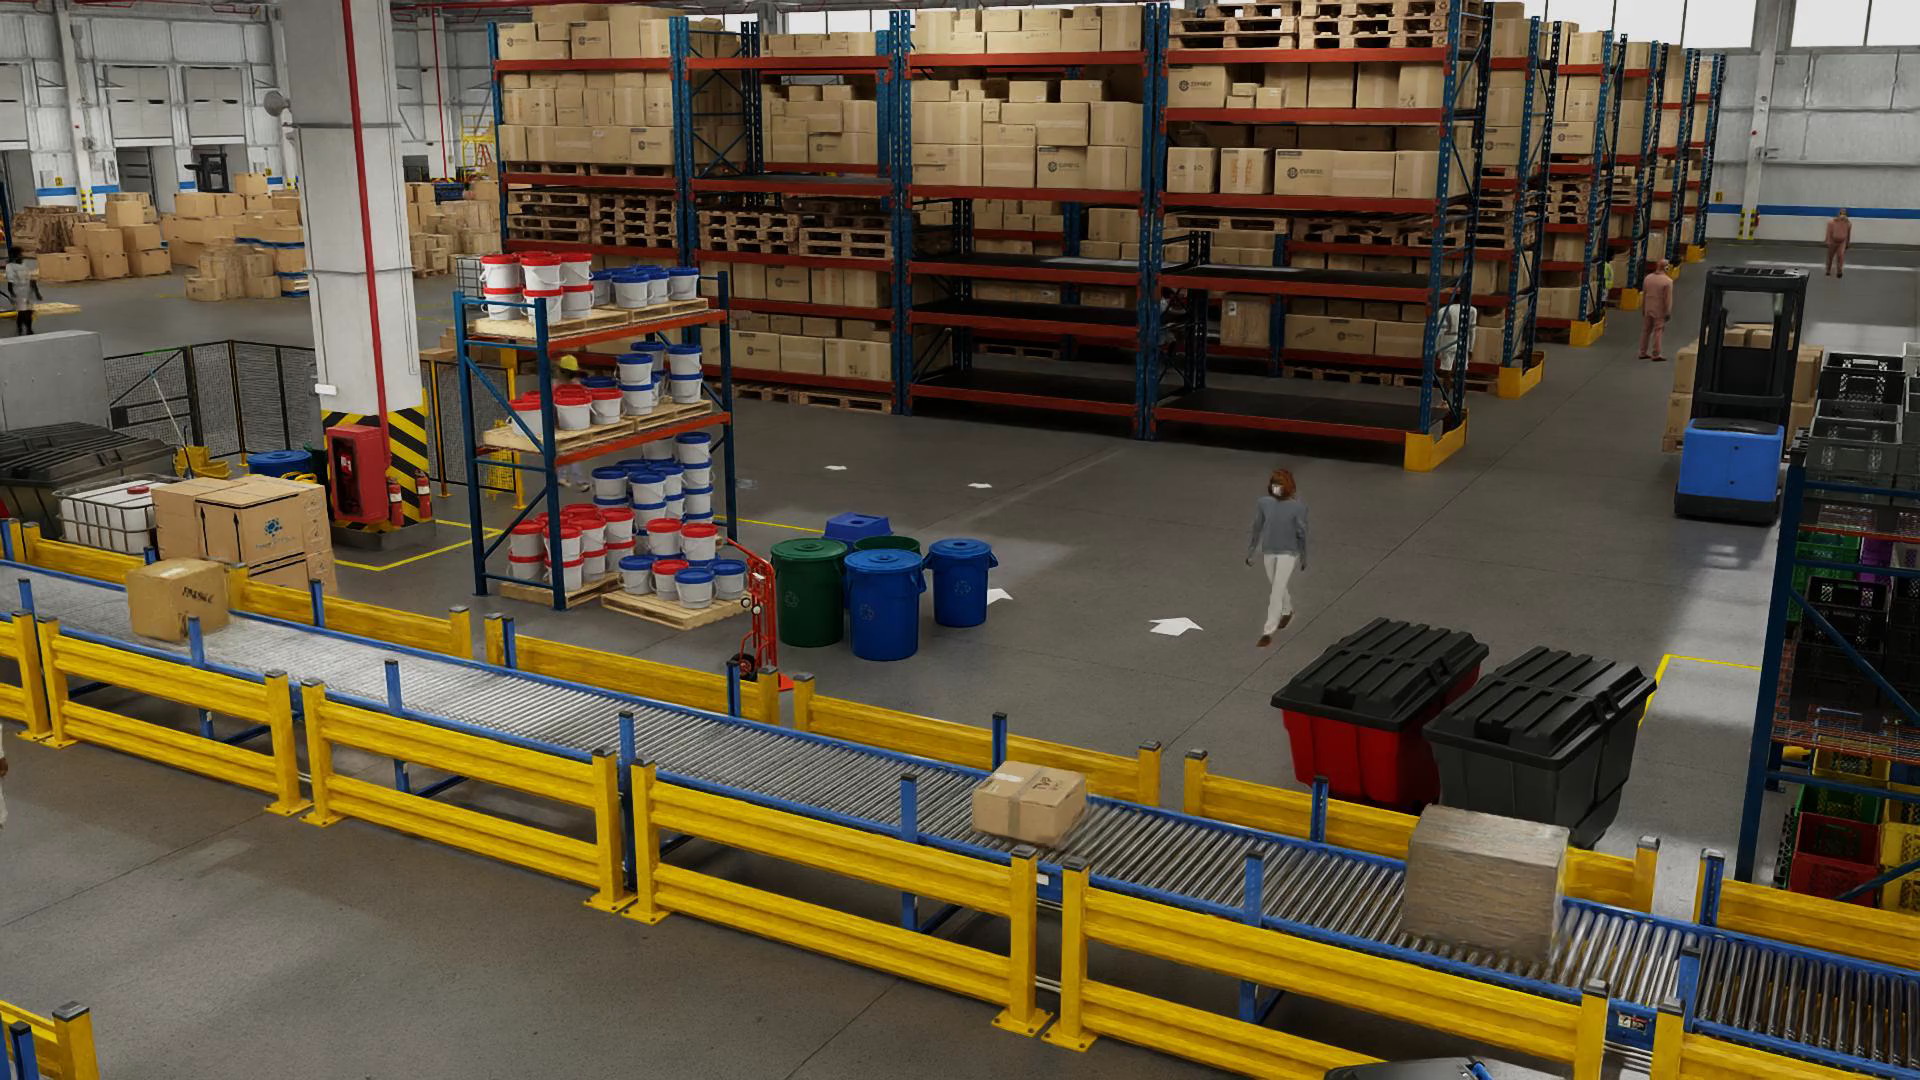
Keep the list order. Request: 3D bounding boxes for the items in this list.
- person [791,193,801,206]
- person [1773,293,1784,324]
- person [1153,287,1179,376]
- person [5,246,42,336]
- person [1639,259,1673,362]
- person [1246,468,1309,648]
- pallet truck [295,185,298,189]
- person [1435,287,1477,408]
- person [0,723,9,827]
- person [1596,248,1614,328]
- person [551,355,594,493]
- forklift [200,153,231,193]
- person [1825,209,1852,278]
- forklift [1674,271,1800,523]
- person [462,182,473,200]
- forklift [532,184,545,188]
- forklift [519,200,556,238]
[{"bbox_3d":[-5.312,-10.320,53.695,0.354,1.942,0.545,-14,20,-42],"label":"person"},{"bbox_3d":[15.493,-4.212,31.342,0.283,1.624,0.494,0,15,-1],"label":"person"},{"bbox_3d":[3.683,-3.716,29.356,0.643,1.673,0.557,6,16,22],"label":"person"},{"bbox_3d":[-18.901,-4.969,33.591,0.410,1.944,0.763,3,15,11],"label":"person"},{"bbox_3d":[13.069,-4.304,31.170,0.400,1.899,0.649,-7,17,-26],"label":"person"},{"bbox_3d":[2.905,0.118,15.135,0.513,1.593,0.868,11,18,35],"label":"person"},{"bbox_3d":[-26.804,-14.617,69.738,1.885,1.965,0.823,-14,20,-42],"label":"pallet truck"},{"bbox_3d":[7.734,-3.009,26.013,0.607,2.044,0.371,-1,15,-2],"label":"person"},{"bbox_3d":[-6.111,1.341,10.081,0.475,1.821,0.612,9,17,31],"label":"person"},{"bbox_3d":[13.831,-5.406,35.687,0.319,1.695,0.539,8,17,28],"label":"person"},{"bbox_3d":[-4.841,-1.451,20.780,0.925,1.709,0.538,11,19,37],"label":"person"},{"bbox_3d":[-27.439,-12.865,61.464,1.873,2.768,1.129,8,17,28],"label":"forklift"},{"bbox_3d":[24.182,-8.180,45.837,0.639,1.853,1.040,5,16,17],"label":"person"},{"bbox_3d":[9.269,-1.763,19.726,1.129,2.768,1.873,8,17,27],"label":"forklift"},{"bbox_3d":[-18.832,-12.881,63.787,0.535,1.685,0.462,10,18,32],"label":"person"},{"bbox_3d":[-16.254,-13.594,64.203,1.873,2.768,1.129,1,15,2],"label":"forklift"},{"bbox_3d":[-8.431,-5.497,33.765,1.873,2.768,1.129,8,17,28],"label":"forklift"}]
